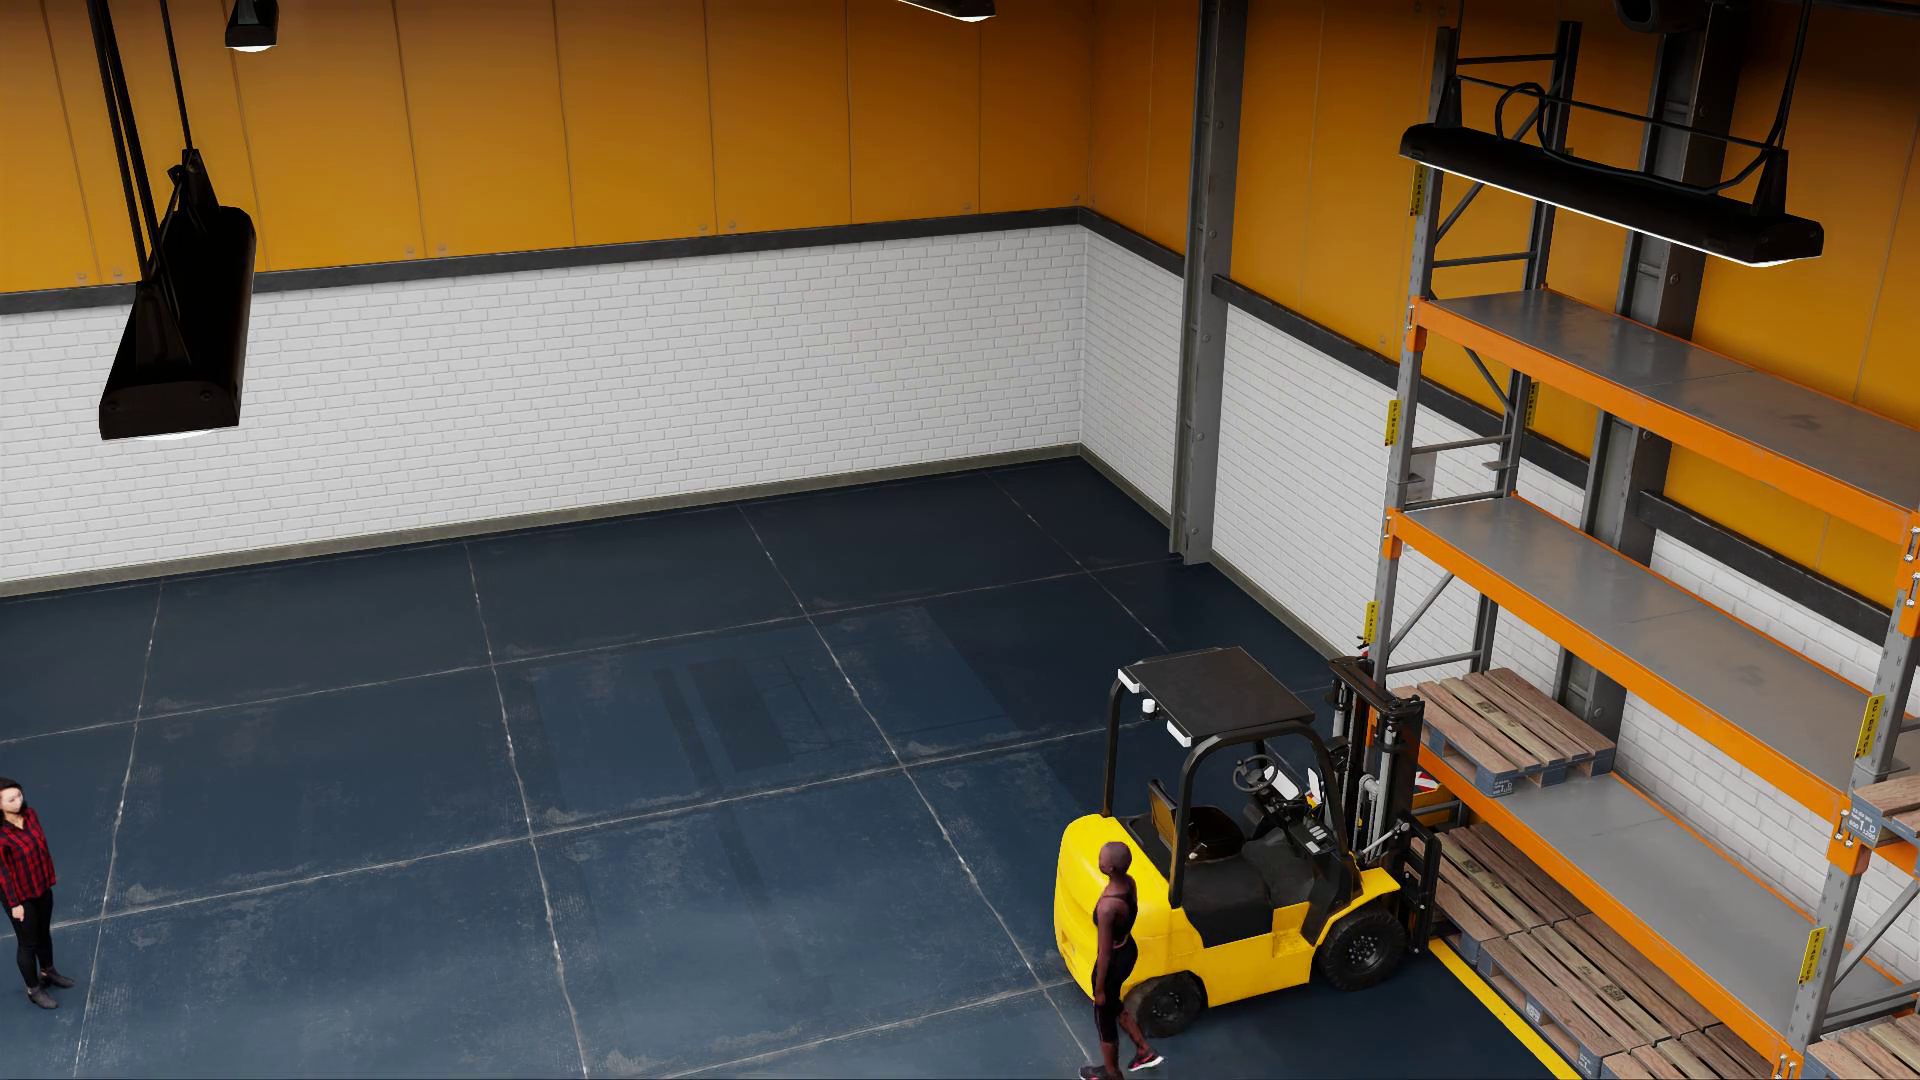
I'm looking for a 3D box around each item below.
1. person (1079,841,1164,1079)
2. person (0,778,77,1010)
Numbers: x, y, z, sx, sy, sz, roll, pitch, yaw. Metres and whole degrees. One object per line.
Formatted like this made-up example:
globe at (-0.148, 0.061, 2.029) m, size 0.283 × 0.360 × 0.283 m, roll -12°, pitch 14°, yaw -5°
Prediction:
person at (1.005, 2.572, 9.914) m, size 0.869 × 1.753 × 0.811 m, roll 10°, pitch 26°, yaw 22°
person at (-6.046, 2.261, 10.747) m, size 0.720 × 1.656 × 0.588 m, roll 2°, pitch 24°, yaw 4°
